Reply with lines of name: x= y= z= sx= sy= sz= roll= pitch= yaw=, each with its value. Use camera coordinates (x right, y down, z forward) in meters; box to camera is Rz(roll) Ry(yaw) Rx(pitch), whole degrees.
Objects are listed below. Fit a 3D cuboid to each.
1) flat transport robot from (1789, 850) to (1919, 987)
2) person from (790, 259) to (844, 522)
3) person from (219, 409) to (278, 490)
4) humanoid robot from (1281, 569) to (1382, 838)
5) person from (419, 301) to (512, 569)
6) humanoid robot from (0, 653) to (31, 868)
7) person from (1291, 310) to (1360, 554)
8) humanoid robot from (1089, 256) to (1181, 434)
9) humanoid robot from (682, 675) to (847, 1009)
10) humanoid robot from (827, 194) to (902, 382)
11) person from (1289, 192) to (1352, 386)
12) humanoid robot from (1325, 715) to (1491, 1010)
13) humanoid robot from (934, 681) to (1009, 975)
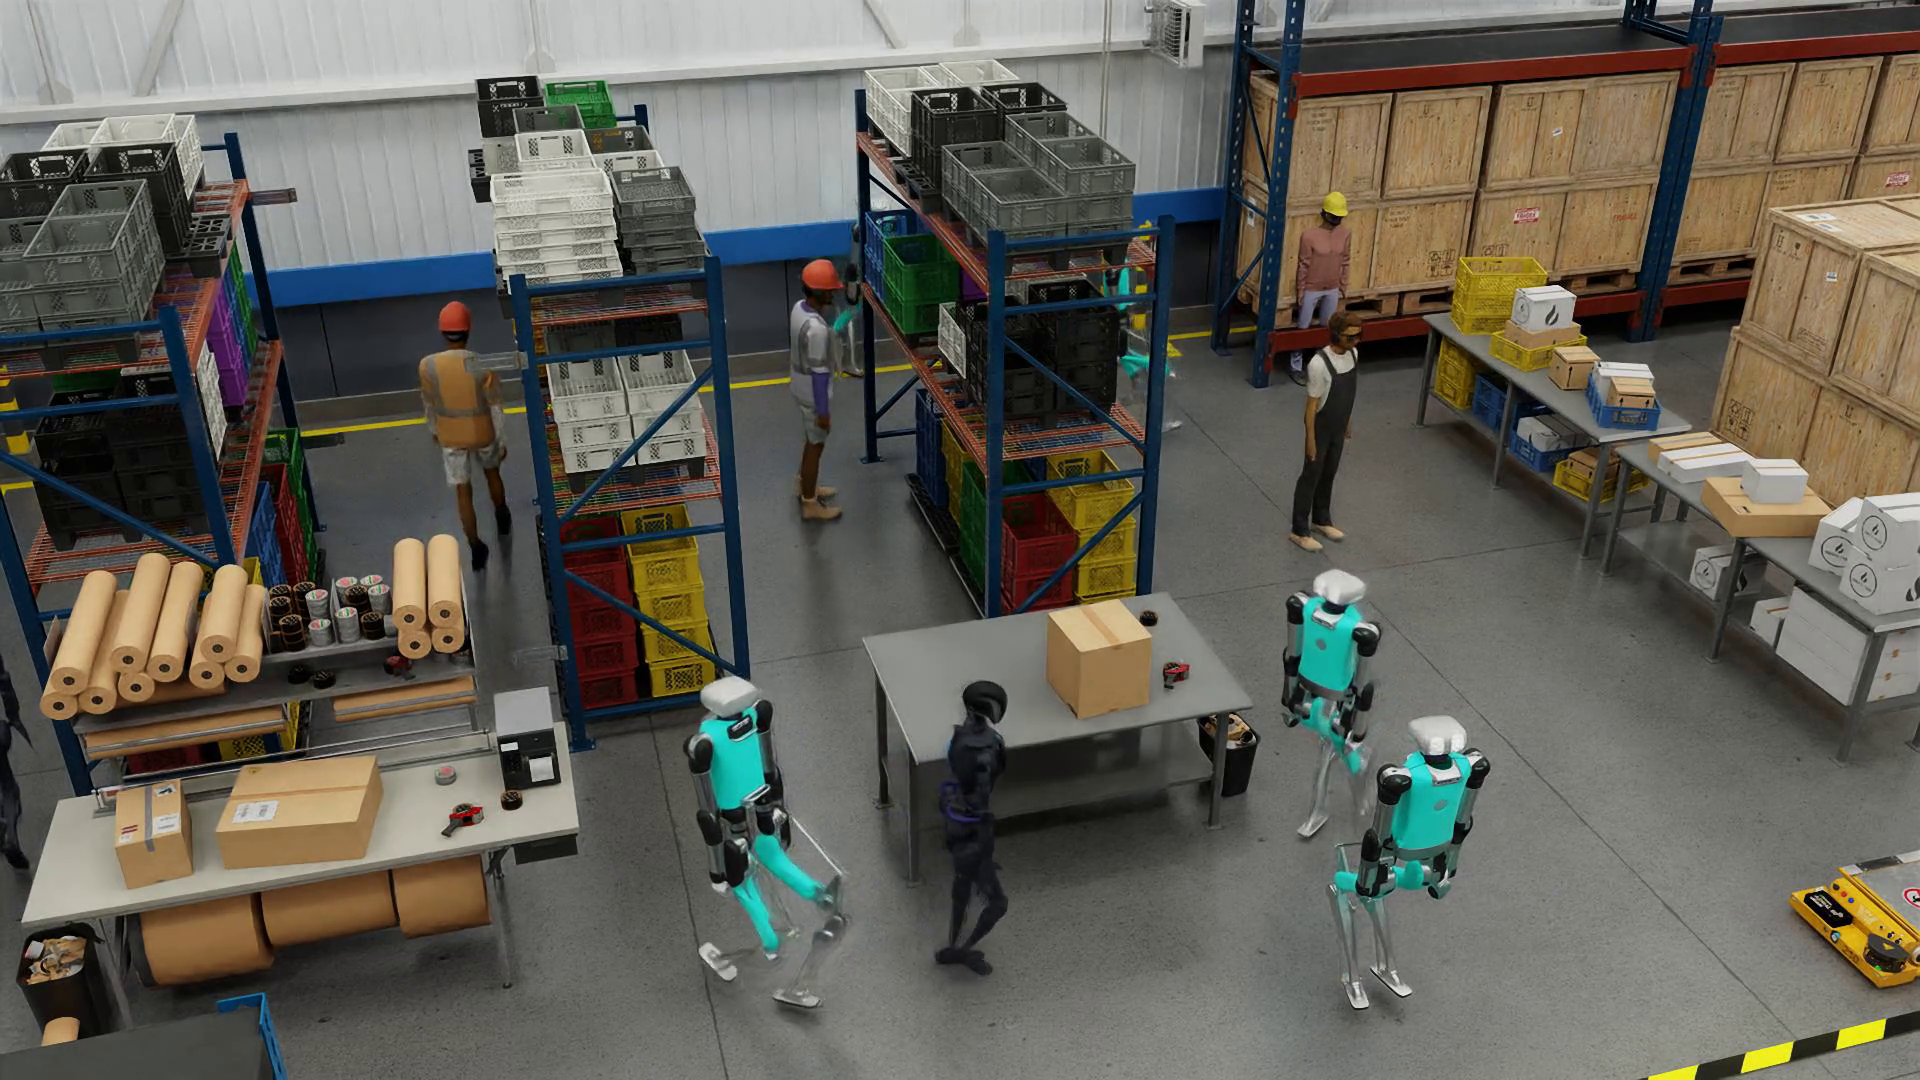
flat transport robot: x=5.163 y=1.916 z=8.676 sx=1.431 sy=0.231 sz=0.659 roll=-8 pitch=30 yaw=-14
person: x=-1.045 y=-1.103 z=12.351 sx=0.415 sy=2.032 sz=0.622 roll=-7 pitch=30 yaw=-12
person: x=-5.592 y=-0.976 z=12.458 sx=0.936 sy=1.680 sz=0.501 roll=-7 pitch=30 yaw=-12
humanoid robot: x=2.087 y=0.928 z=9.068 sx=0.543 sy=1.895 sz=0.763 roll=24 pitch=37 yaw=37
person: x=-3.526 y=-0.803 z=11.926 sx=0.555 sy=1.897 sz=0.892 roll=-6 pitch=29 yaw=-11
humanoid robot: x=-5.313 y=1.036 z=8.828 sx=0.596 sy=1.643 sz=0.606 roll=-13 pitch=31 yaw=-22
person: x=2.641 y=-0.788 z=11.963 sx=0.502 sy=1.840 sz=0.338 roll=-24 pitch=37 yaw=-36
humanoid robot: x=1.524 y=-1.634 z=13.664 sx=1.035 sy=1.776 sz=0.538 roll=5 pitch=29 yaw=8
humanoid robot: x=-0.866 y=1.505 z=7.880 sx=0.892 sy=1.726 sz=0.568 roll=18 pitch=33 yaw=29
humanoid robot: x=-0.925 y=-2.210 z=14.700 sx=0.823 sy=1.803 sz=0.541 roll=23 pitch=36 yaw=36
person: x=3.190 y=-2.212 z=14.642 sx=0.522 sy=1.761 sz=0.336 roll=-10 pitch=30 yaw=-18
humanoid robot: x=2.029 y=1.438 z=7.880 sx=0.533 sy=1.677 sz=0.735 roll=-8 pitch=30 yaw=-15
humanoid robot: x=0.046 y=1.412 z=8.136 sx=0.384 sy=1.647 sz=0.590 roll=-5 pitch=29 yaw=-9
